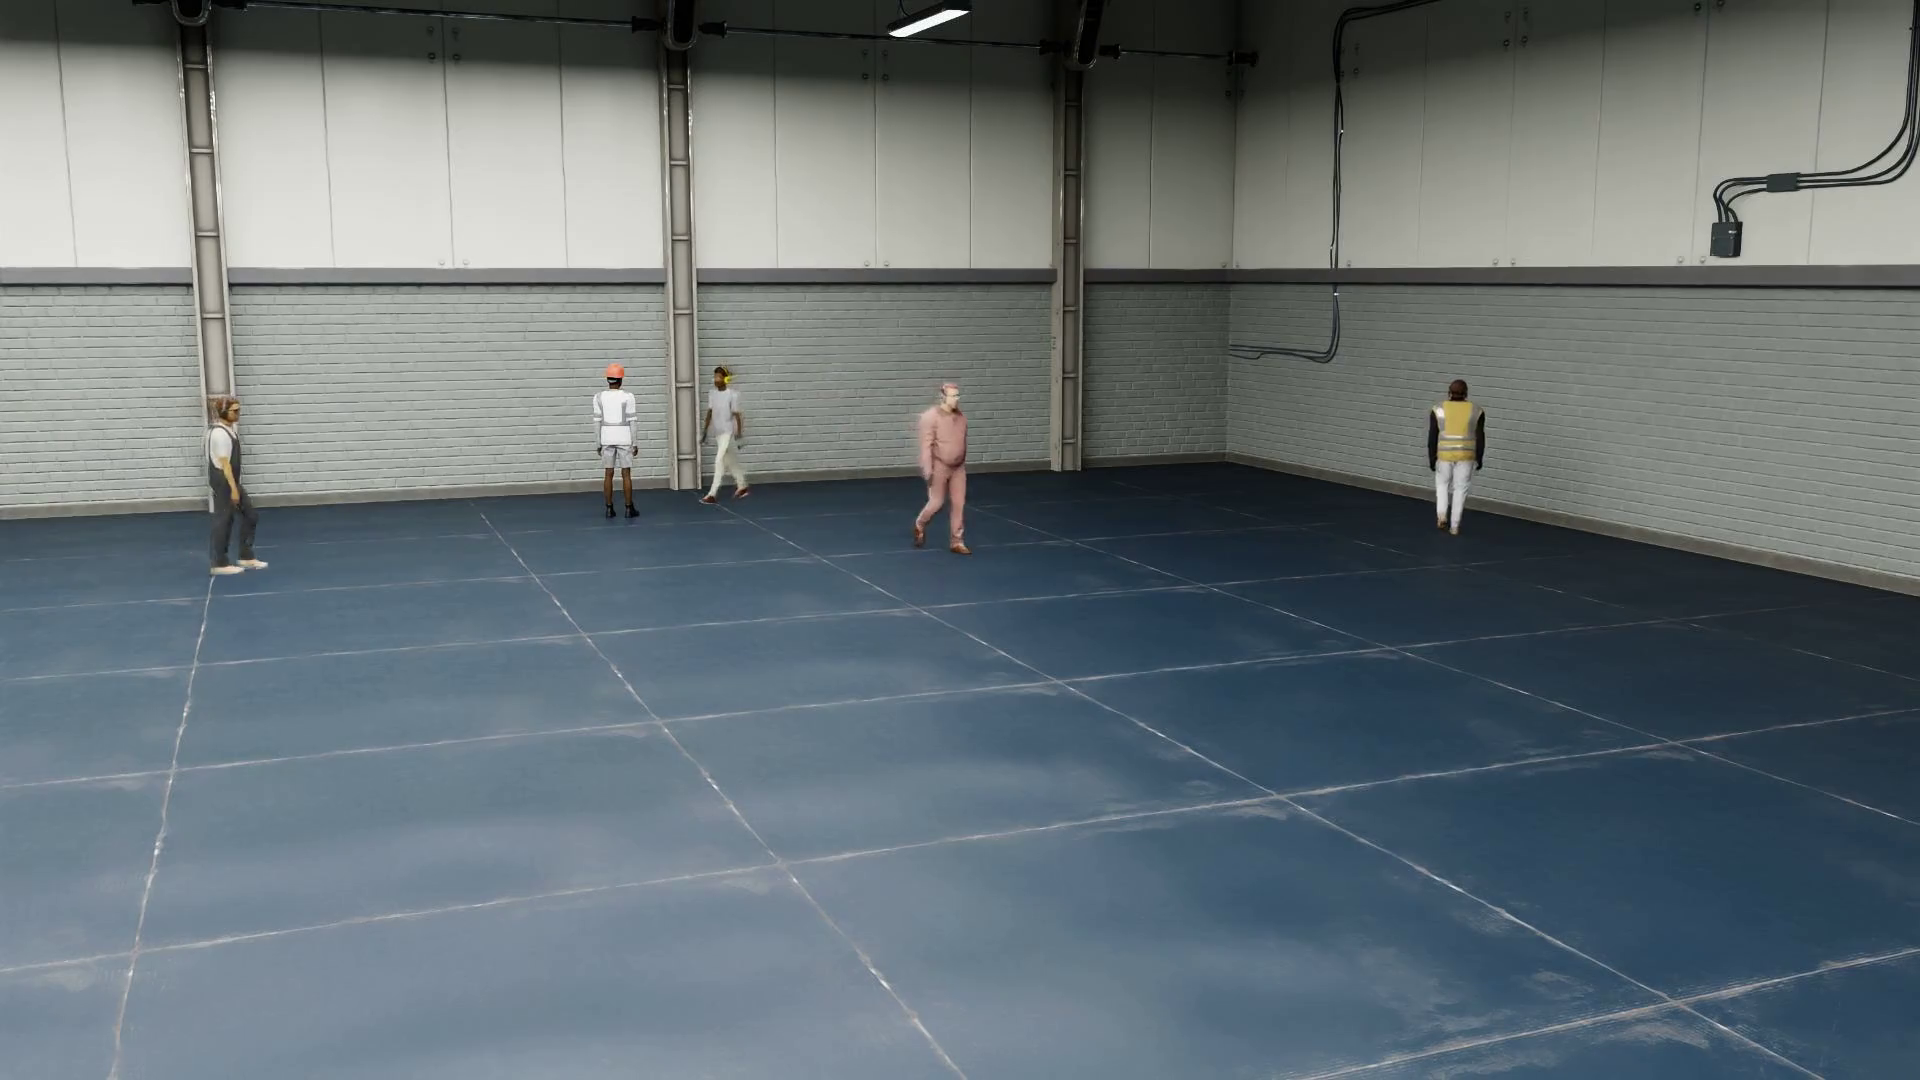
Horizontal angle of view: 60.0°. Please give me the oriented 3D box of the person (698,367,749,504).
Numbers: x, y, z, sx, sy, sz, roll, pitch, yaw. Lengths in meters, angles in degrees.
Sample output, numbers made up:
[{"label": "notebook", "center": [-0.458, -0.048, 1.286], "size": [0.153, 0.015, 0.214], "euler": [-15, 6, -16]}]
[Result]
[{"label": "person", "center": [-3.177, -1.420, 22.351], "size": [0.516, 1.823, 0.992], "euler": [8, 12, 41]}]

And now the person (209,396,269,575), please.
[{"label": "person", "center": [-7.309, -0.549, 16.847], "size": [0.655, 1.821, 0.541], "euler": [-2, 9, -14]}]

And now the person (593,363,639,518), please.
[{"label": "person", "center": [-4.290, -1.236, 20.799], "size": [0.542, 1.939, 0.364], "euler": [1, 9, 5]}]

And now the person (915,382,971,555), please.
[{"label": "person", "center": [-0.186, -0.793, 18.189], "size": [0.649, 1.884, 0.712], "euler": [-7, 11, -36]}]

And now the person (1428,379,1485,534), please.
[{"label": "person", "center": [5.825, -0.977, 19.515], "size": [0.638, 1.825, 0.452], "euler": [3, 10, 18]}]
